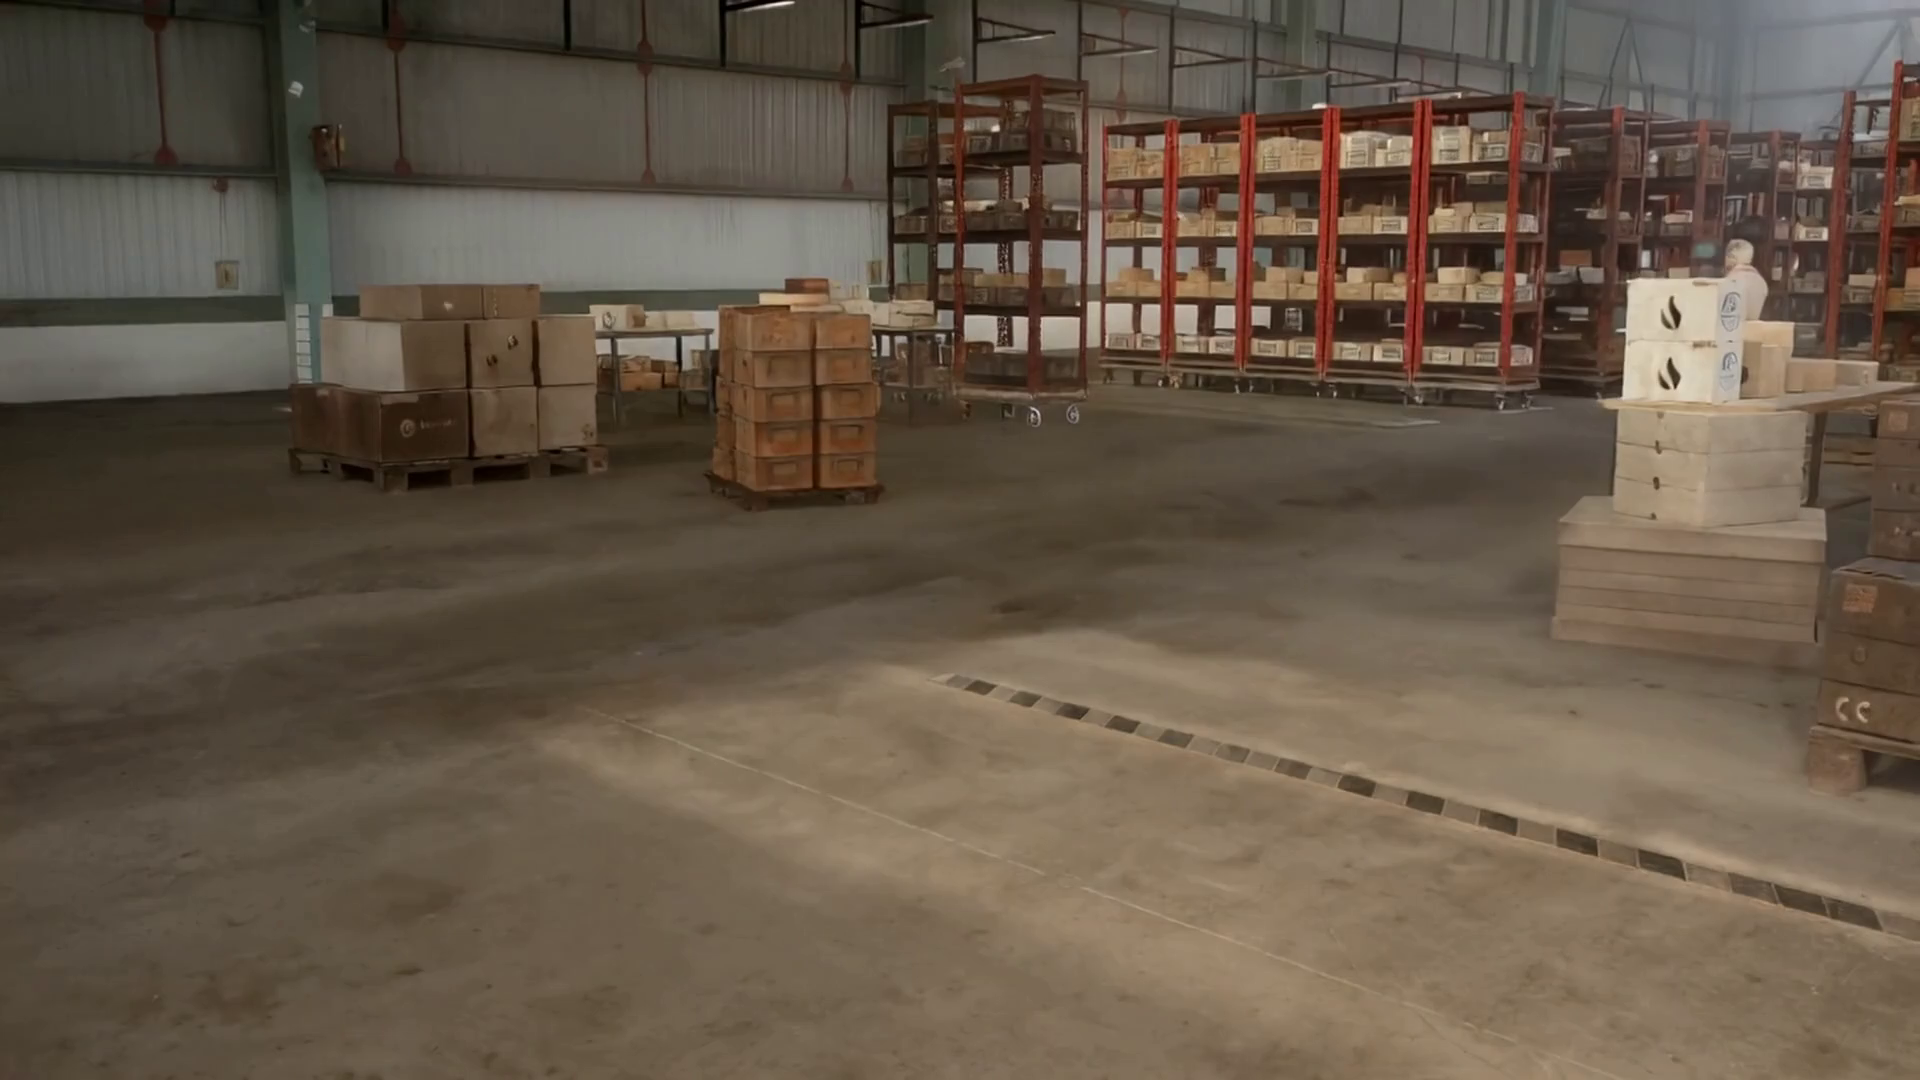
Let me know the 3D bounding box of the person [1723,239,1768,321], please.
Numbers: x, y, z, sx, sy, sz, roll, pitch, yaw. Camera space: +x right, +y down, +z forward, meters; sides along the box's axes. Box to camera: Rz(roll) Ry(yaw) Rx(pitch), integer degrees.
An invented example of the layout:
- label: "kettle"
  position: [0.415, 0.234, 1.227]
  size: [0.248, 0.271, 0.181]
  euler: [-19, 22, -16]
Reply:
- label: "person"
  position: [6.910, -1.724, 14.901]
  size: [0.643, 1.909, 0.410]
  euler: [-8, 12, -39]

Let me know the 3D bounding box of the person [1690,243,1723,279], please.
- label: "person"
  position: [9.631, -2.904, 21.835]
  size: [0.901, 1.952, 0.627]
  euler: [-1, 9, -3]
